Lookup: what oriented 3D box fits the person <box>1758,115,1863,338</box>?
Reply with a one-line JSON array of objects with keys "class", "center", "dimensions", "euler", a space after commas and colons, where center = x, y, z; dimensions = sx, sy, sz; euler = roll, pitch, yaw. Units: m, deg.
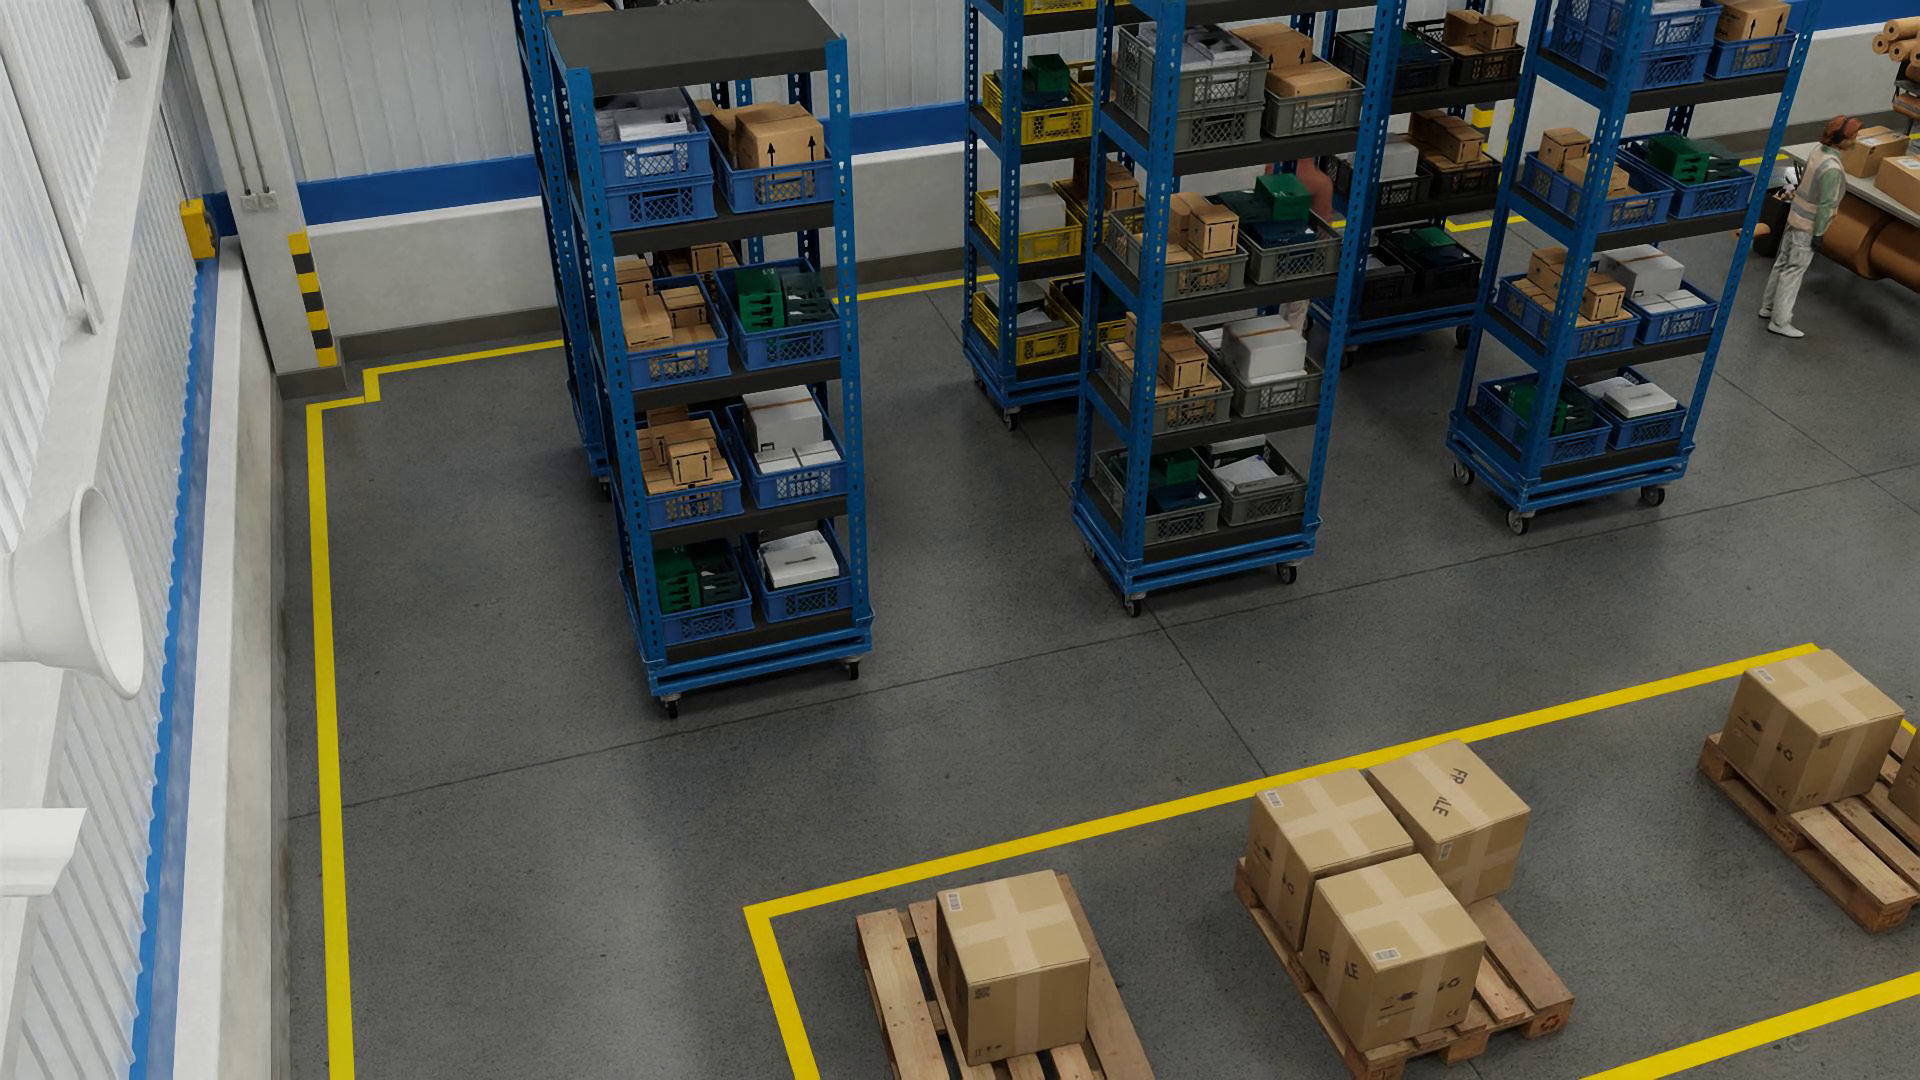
[{"class": "person", "center": [6.178, -2.292, 12.102], "dimensions": [0.313, 1.638, 0.513], "euler": [7, 36, 9]}]

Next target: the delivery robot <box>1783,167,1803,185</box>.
[{"class": "delivery robot", "center": [7.276, -2.957, 13.901], "dimensions": [0.707, 0.478, 0.477], "euler": [4, 35, 6]}]

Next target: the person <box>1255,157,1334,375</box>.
[{"class": "person", "center": [2.292, -1.987, 11.367], "dimensions": [0.398, 1.989, 0.621], "euler": [-21, 40, -27]}]
